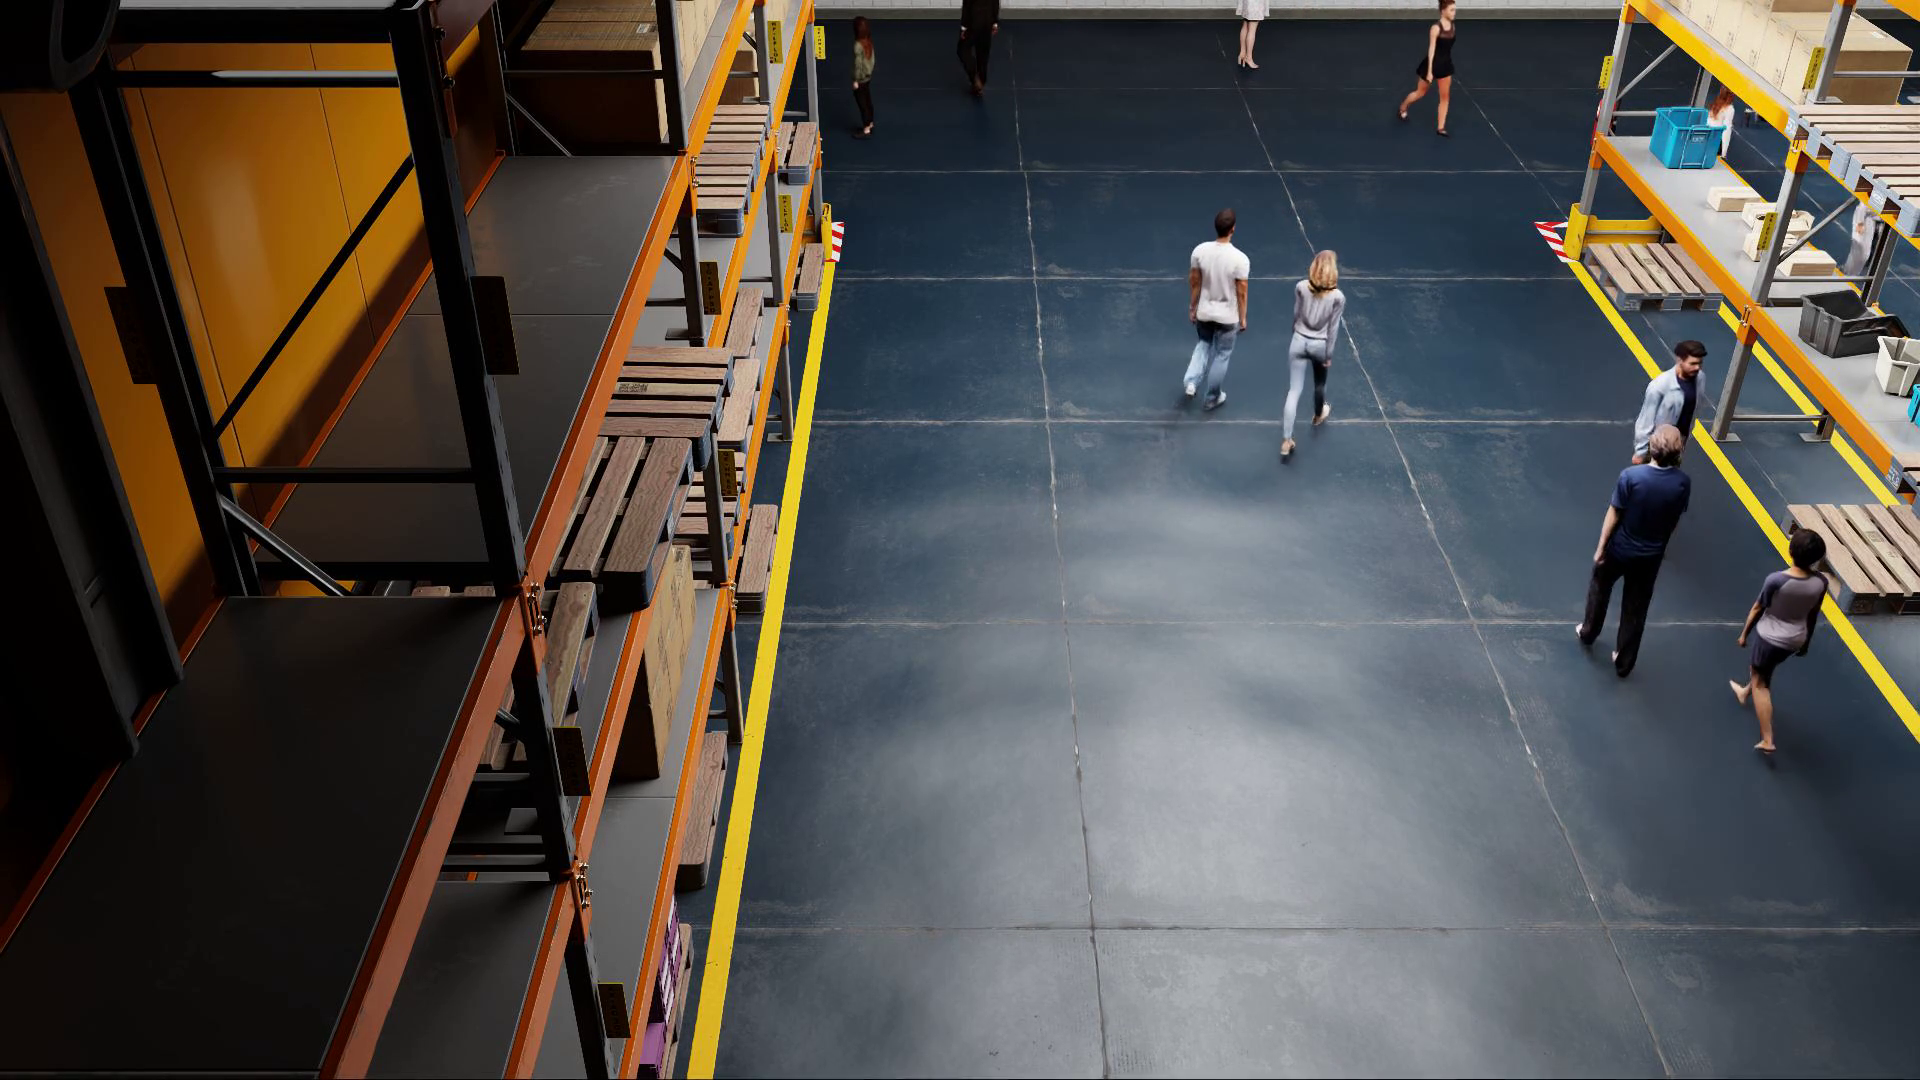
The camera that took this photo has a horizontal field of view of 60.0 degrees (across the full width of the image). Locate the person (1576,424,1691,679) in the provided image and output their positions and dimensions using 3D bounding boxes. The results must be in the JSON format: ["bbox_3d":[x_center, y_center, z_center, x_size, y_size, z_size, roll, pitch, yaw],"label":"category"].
[{"bbox_3d":[4.600,0.129,11.275,0.758,1.844,0.833,4,34,6],"label":"person"}]

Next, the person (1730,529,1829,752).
[{"bbox_3d":[5.318,0.668,10.752,0.582,1.524,1.026,-2,34,-3],"label":"person"}]

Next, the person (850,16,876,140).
[{"bbox_3d":[-1.193,-5.652,20.306,0.691,1.473,0.530,9,35,14],"label":"person"}]

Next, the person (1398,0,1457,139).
[{"bbox_3d":[5.776,-5.803,20.379,0.943,1.644,1.147,-19,38,-26],"label":"person"}]

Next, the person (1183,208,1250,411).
[{"bbox_3d":[2.196,-1.939,14.382,0.833,1.848,0.881,21,39,28],"label":"person"}]

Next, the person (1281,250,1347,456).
[{"bbox_3d":[2.880,-1.535,13.861,1.017,1.751,1.238,19,38,26],"label":"person"}]

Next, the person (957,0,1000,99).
[{"bbox_3d":[0.270,-6.595,21.348,0.872,1.891,0.889,-15,37,-22],"label":"person"}]

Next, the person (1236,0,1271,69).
[{"bbox_3d":[3.980,-7.313,22.532,0.761,1.775,0.640,-7,34,-10],"label":"person"}]

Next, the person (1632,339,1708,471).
[{"bbox_3d":[5.279,-0.765,12.666,0.852,1.792,0.897,-12,35,-17],"label":"person"}]

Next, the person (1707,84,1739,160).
[{"bbox_3d":[8.279,-4.382,18.395,0.676,1.475,0.631,-5,34,-7],"label":"person"}]
